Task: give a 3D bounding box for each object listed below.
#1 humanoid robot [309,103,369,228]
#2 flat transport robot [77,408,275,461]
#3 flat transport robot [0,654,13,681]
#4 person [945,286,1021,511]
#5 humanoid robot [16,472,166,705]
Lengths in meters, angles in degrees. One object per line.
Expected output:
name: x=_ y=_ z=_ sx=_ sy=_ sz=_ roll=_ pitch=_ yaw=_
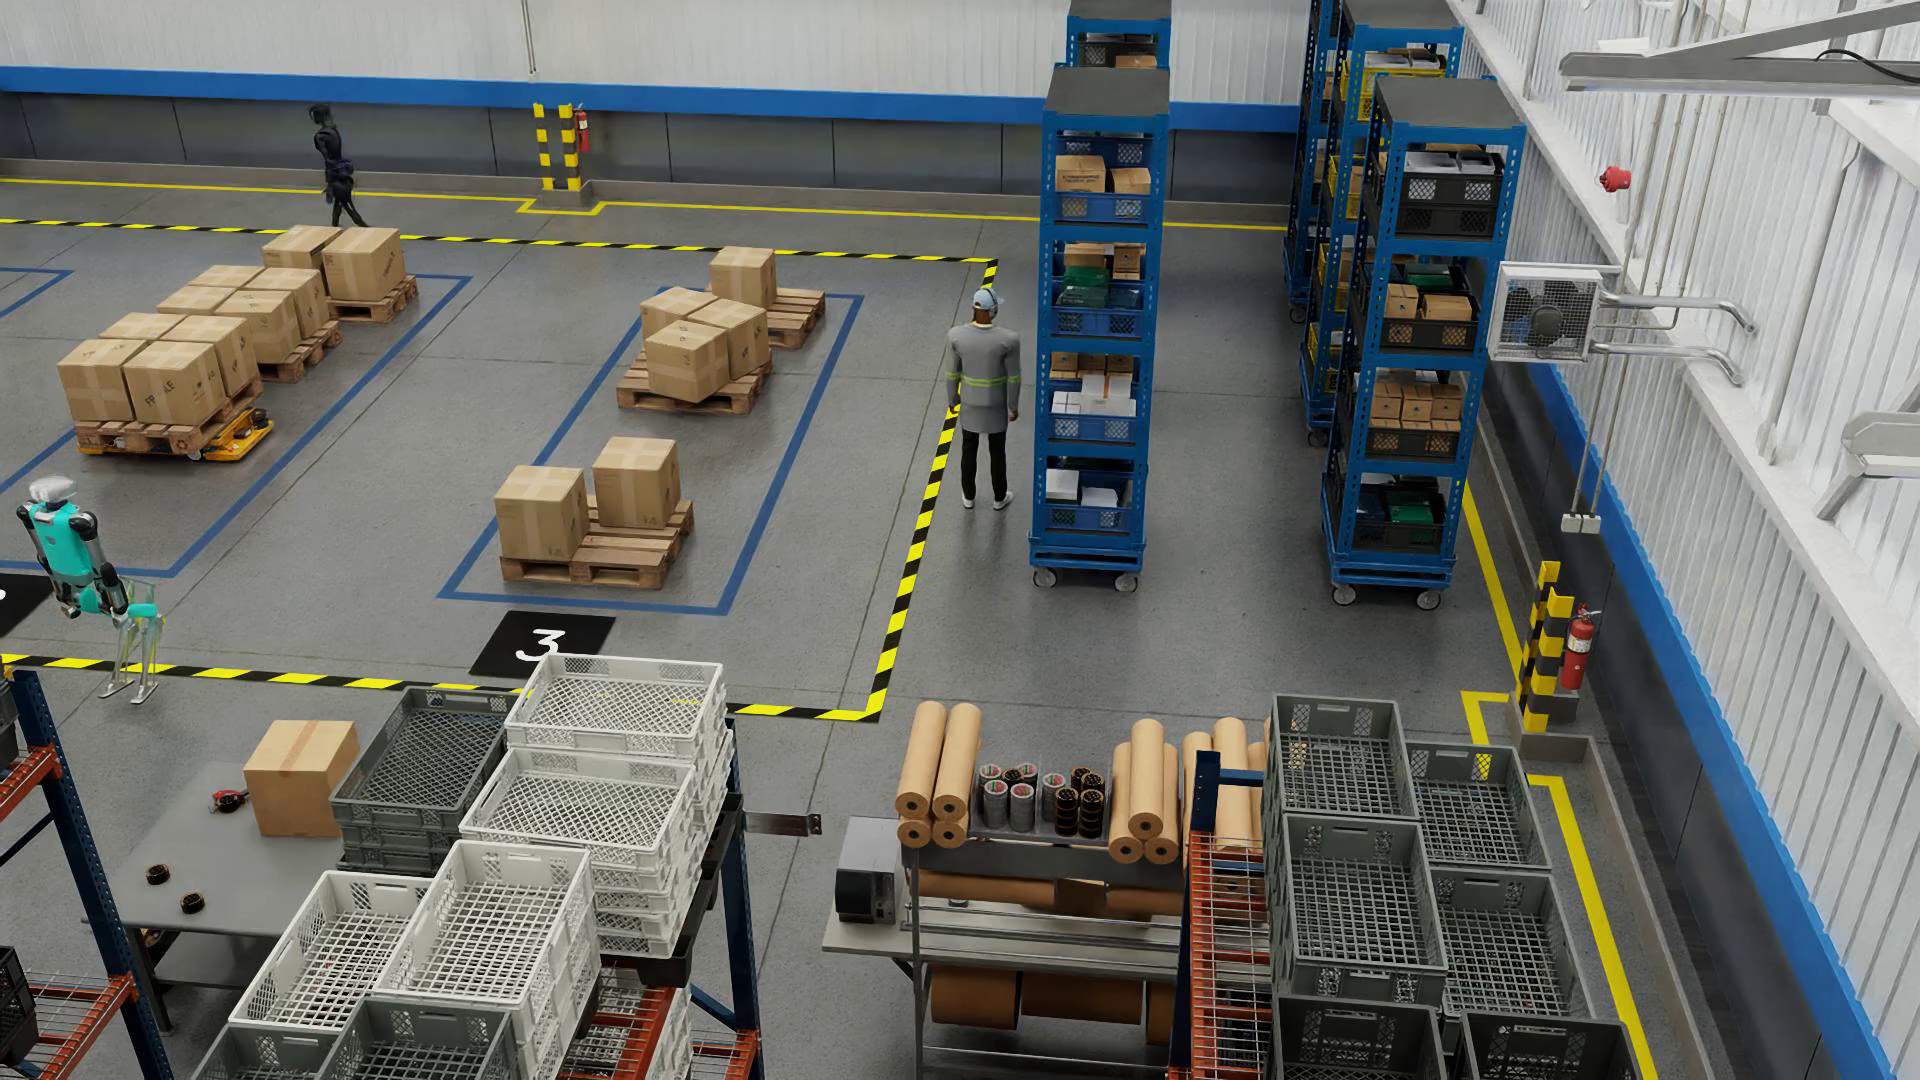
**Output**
humanoid robot: x=-6.763 y=-3.924 z=18.064 sx=0.785 sy=1.624 sz=0.612 roll=-2 pitch=30 yaw=-3
flat transport robot: x=-6.728 y=-0.944 z=14.268 sx=1.431 sy=0.197 sz=0.652 roll=3 pitch=30 yaw=6
flat transport robot: x=-7.142 y=0.969 z=11.010 sx=1.431 sy=0.231 sz=0.659 roll=3 pitch=30 yaw=6
person: x=0.187 y=-1.101 z=12.995 sx=0.589 sy=1.848 sz=0.404 roll=5 pitch=31 yaw=9
humanoid robot: x=-5.438 y=0.253 z=10.647 sx=0.533 sy=1.675 sz=0.735 roll=9 pitch=31 yaw=16
